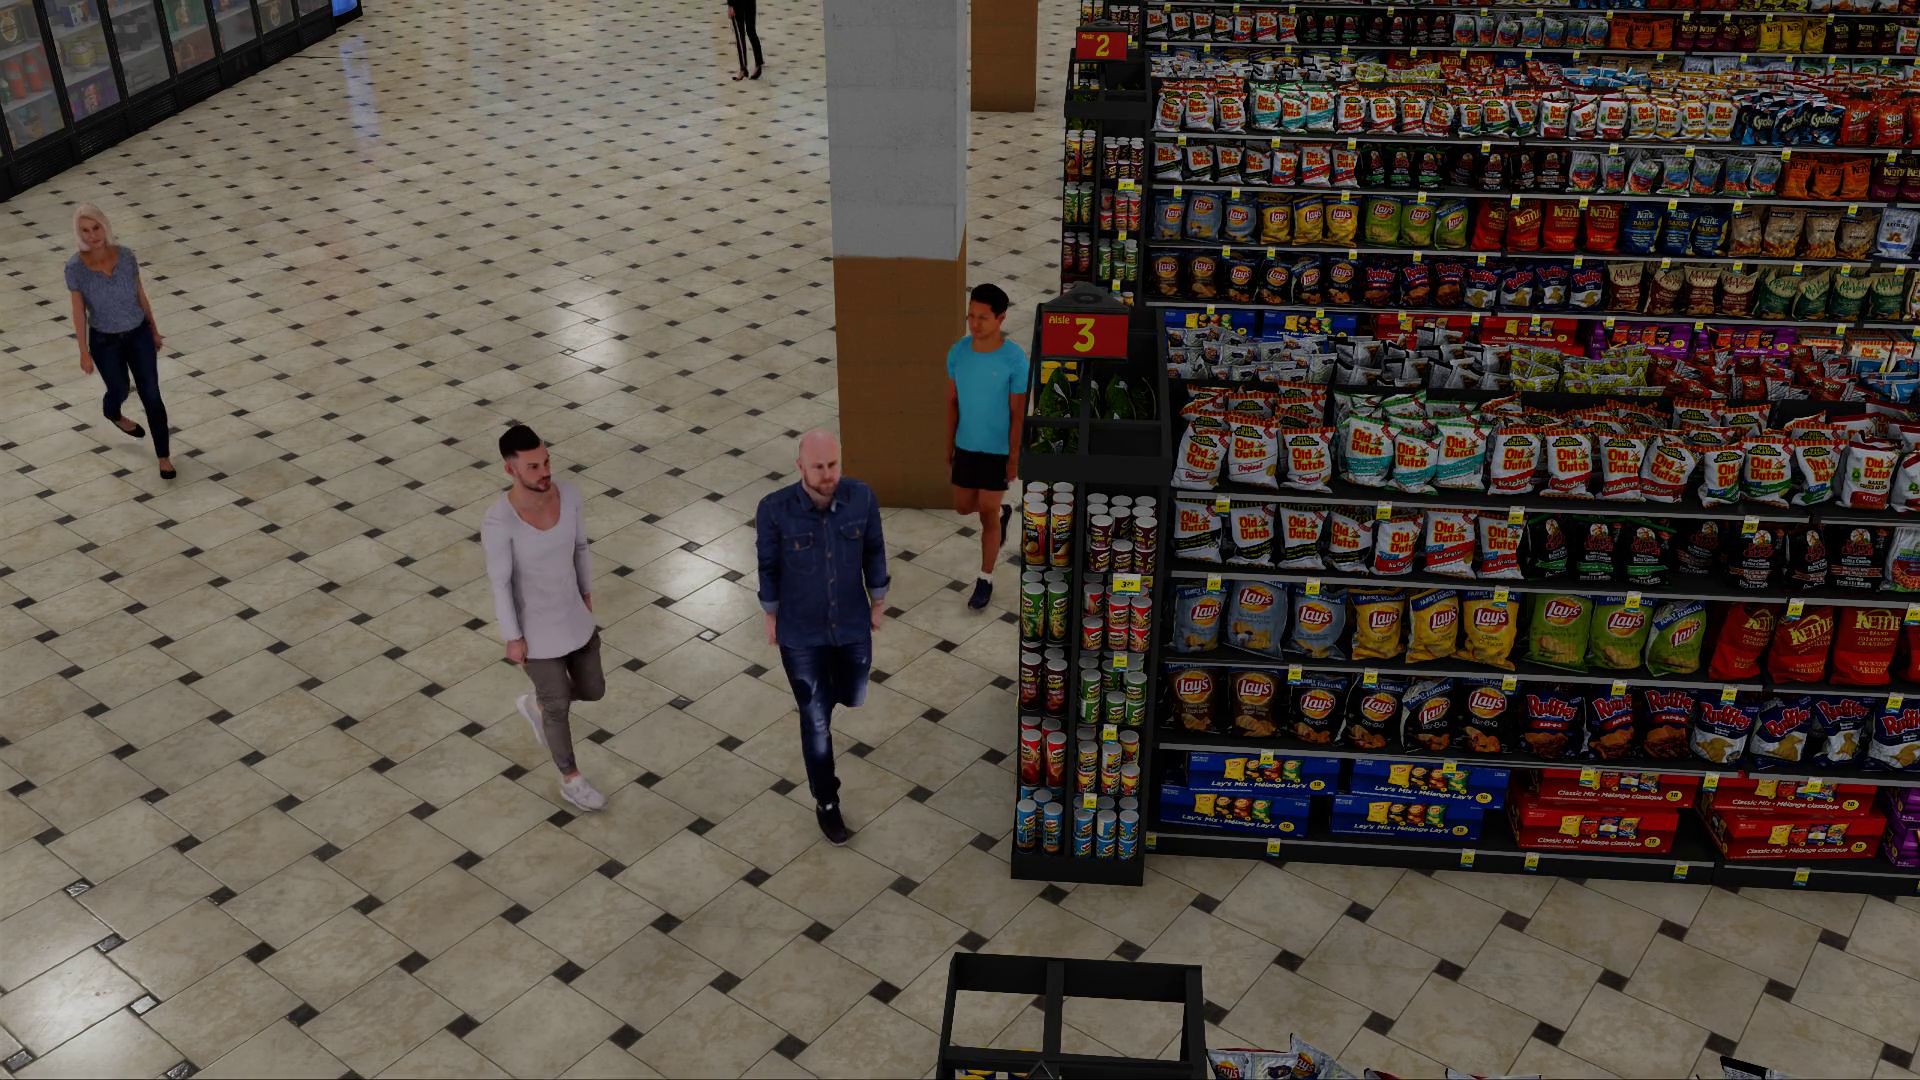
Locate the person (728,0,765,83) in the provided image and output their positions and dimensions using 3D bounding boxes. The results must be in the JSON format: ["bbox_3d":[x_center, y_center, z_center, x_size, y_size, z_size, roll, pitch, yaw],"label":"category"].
[{"bbox_3d":[-2.466,-6.123,19.036,0.719,1.708,0.703,20,35,32],"label":"person"}]

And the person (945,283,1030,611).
[{"bbox_3d":[0.180,-0.515,8.713,0.962,1.759,0.913,16,33,27],"label":"person"}]

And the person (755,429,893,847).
[{"bbox_3d":[-0.596,0.343,7.101,1.175,1.797,1.096,-10,30,-18],"label":"person"}]

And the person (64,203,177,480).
[{"bbox_3d":[-5.121,-1.228,10.097,1.085,1.684,1.143,-23,36,-36],"label":"person"}]

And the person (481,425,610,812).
[{"bbox_3d":[-1.805,0.326,7.121,0.928,1.808,0.865,19,34,31],"label":"person"}]
